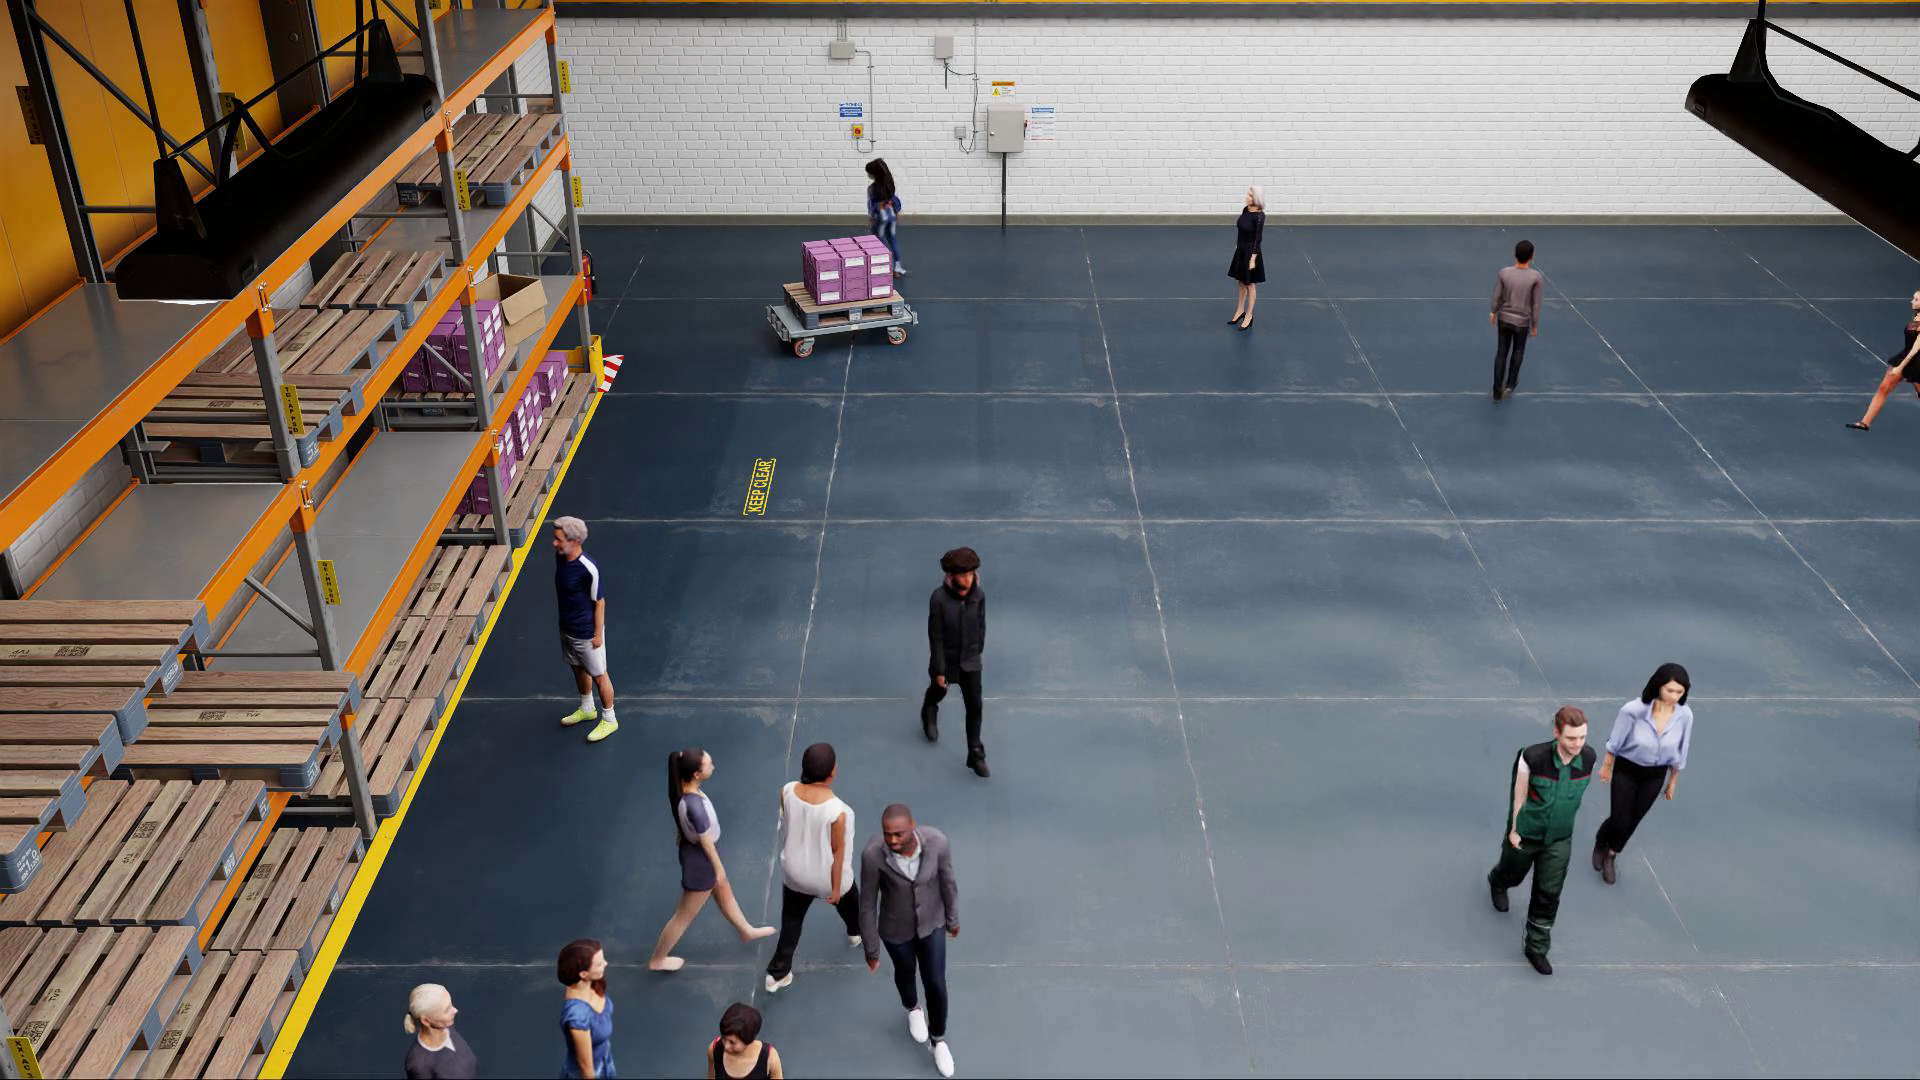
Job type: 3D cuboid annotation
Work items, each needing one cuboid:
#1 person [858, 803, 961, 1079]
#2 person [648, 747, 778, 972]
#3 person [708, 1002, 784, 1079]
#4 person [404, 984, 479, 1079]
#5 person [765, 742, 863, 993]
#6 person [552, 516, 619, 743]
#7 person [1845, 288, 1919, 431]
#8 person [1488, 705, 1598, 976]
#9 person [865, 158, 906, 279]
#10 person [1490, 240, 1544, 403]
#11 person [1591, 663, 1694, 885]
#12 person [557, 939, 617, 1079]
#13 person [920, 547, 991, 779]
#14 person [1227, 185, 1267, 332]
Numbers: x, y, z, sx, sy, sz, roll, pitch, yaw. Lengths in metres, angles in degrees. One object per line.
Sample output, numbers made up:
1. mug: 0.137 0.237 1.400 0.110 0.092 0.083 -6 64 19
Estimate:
1. person: -0.294 2.171 9.596 0.842 1.784 0.901 -6 29 -11
2. person: -1.671 1.987 10.121 0.904 1.603 1.078 -9 30 -16
3. person: -1.071 2.931 8.445 0.582 1.550 0.556 5 29 10
4. person: -2.572 2.893 8.334 0.695 1.724 0.483 2 29 4
5. person: -0.905 2.010 10.035 1.068 1.644 1.262 17 33 28
6. person: -2.811 0.632 12.359 0.720 1.839 0.766 23 36 35
7. person: 9.828 -1.761 16.966 0.793 1.628 1.169 6 29 10
8. person: 3.573 1.752 10.336 0.610 1.810 1.071 0 29 0
9. person: -0.927 -4.126 21.318 0.755 1.613 0.841 -21 35 -34
10. person: 5.924 -2.316 17.859 0.880 1.748 0.978 8 30 15
11. person: 4.437 1.490 10.902 0.663 1.727 0.648 4 29 7
12. person: -1.886 2.762 8.493 0.767 1.801 0.565 -3 29 -6
13. person: -0.077 0.817 12.106 0.902 1.756 1.204 -10 30 -18
14. person: 3.422 -3.371 19.792 0.739 1.748 0.627 -12 31 -20
